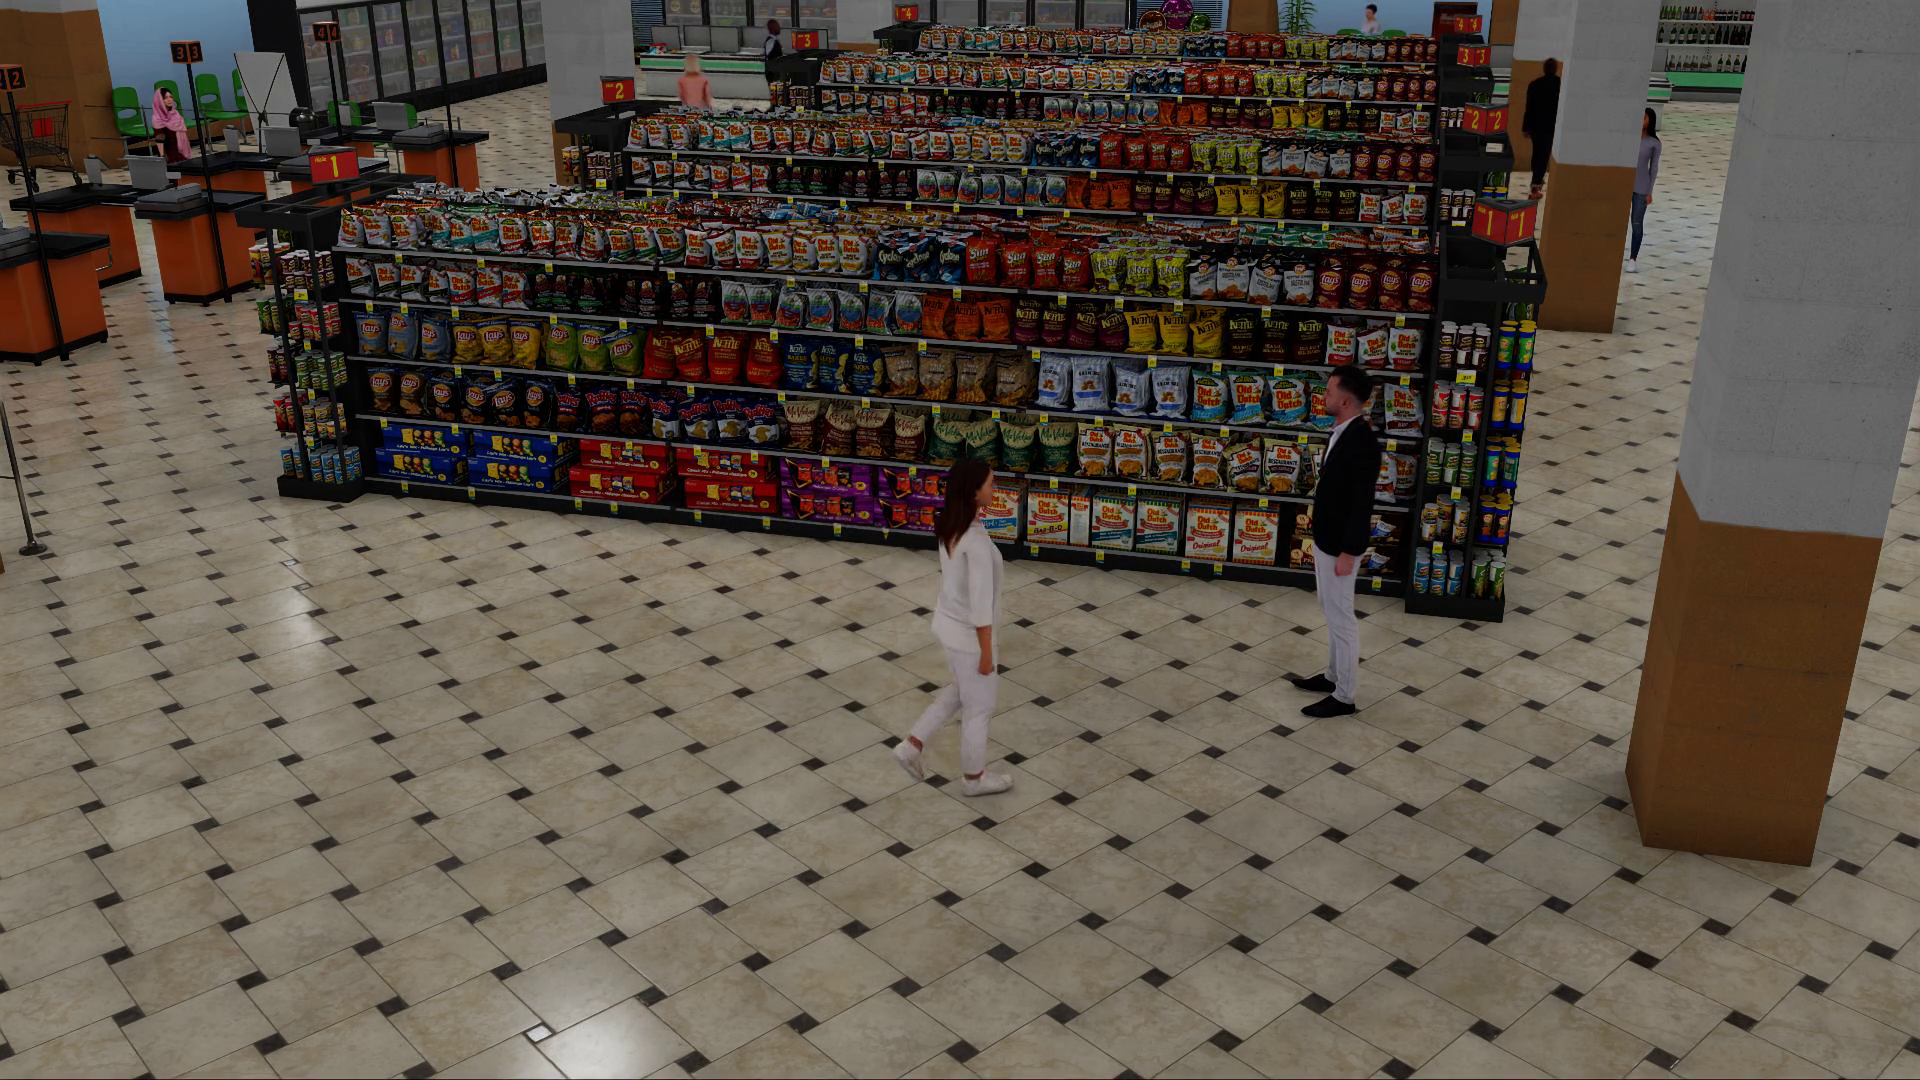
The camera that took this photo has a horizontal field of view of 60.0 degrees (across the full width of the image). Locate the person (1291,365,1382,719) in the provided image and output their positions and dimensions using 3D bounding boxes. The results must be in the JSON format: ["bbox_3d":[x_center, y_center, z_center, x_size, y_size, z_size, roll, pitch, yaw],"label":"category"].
[{"bbox_3d":[1.932,0.009,8.378,0.593,1.840,0.698,2,22,5],"label":"person"}]

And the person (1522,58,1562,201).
[{"bbox_3d":[7.630,-5.353,21.813,1.176,1.772,1.062,17,28,36],"label":"person"}]

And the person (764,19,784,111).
[{"bbox_3d":[-3.138,-7.665,27.503,0.717,1.819,0.738,0,22,0],"label":"person"}]

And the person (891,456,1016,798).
[{"bbox_3d":[-0.038,0.426,7.556,0.945,1.679,0.862,-9,24,-21],"label":"person"}]

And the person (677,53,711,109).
[{"bbox_3d":[-3.712,-5.927,23.338,1.072,1.701,0.964,-4,22,-10],"label":"person"}]

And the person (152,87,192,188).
[{"bbox_3d":[-9.678,-4.731,20.444,0.602,1.639,0.670,8,23,18],"label":"person"}]

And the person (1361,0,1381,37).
[{"bbox_3d":[7.506,-8.824,30.362,0.975,1.838,0.928,-7,23,-16],"label":"person"}]
